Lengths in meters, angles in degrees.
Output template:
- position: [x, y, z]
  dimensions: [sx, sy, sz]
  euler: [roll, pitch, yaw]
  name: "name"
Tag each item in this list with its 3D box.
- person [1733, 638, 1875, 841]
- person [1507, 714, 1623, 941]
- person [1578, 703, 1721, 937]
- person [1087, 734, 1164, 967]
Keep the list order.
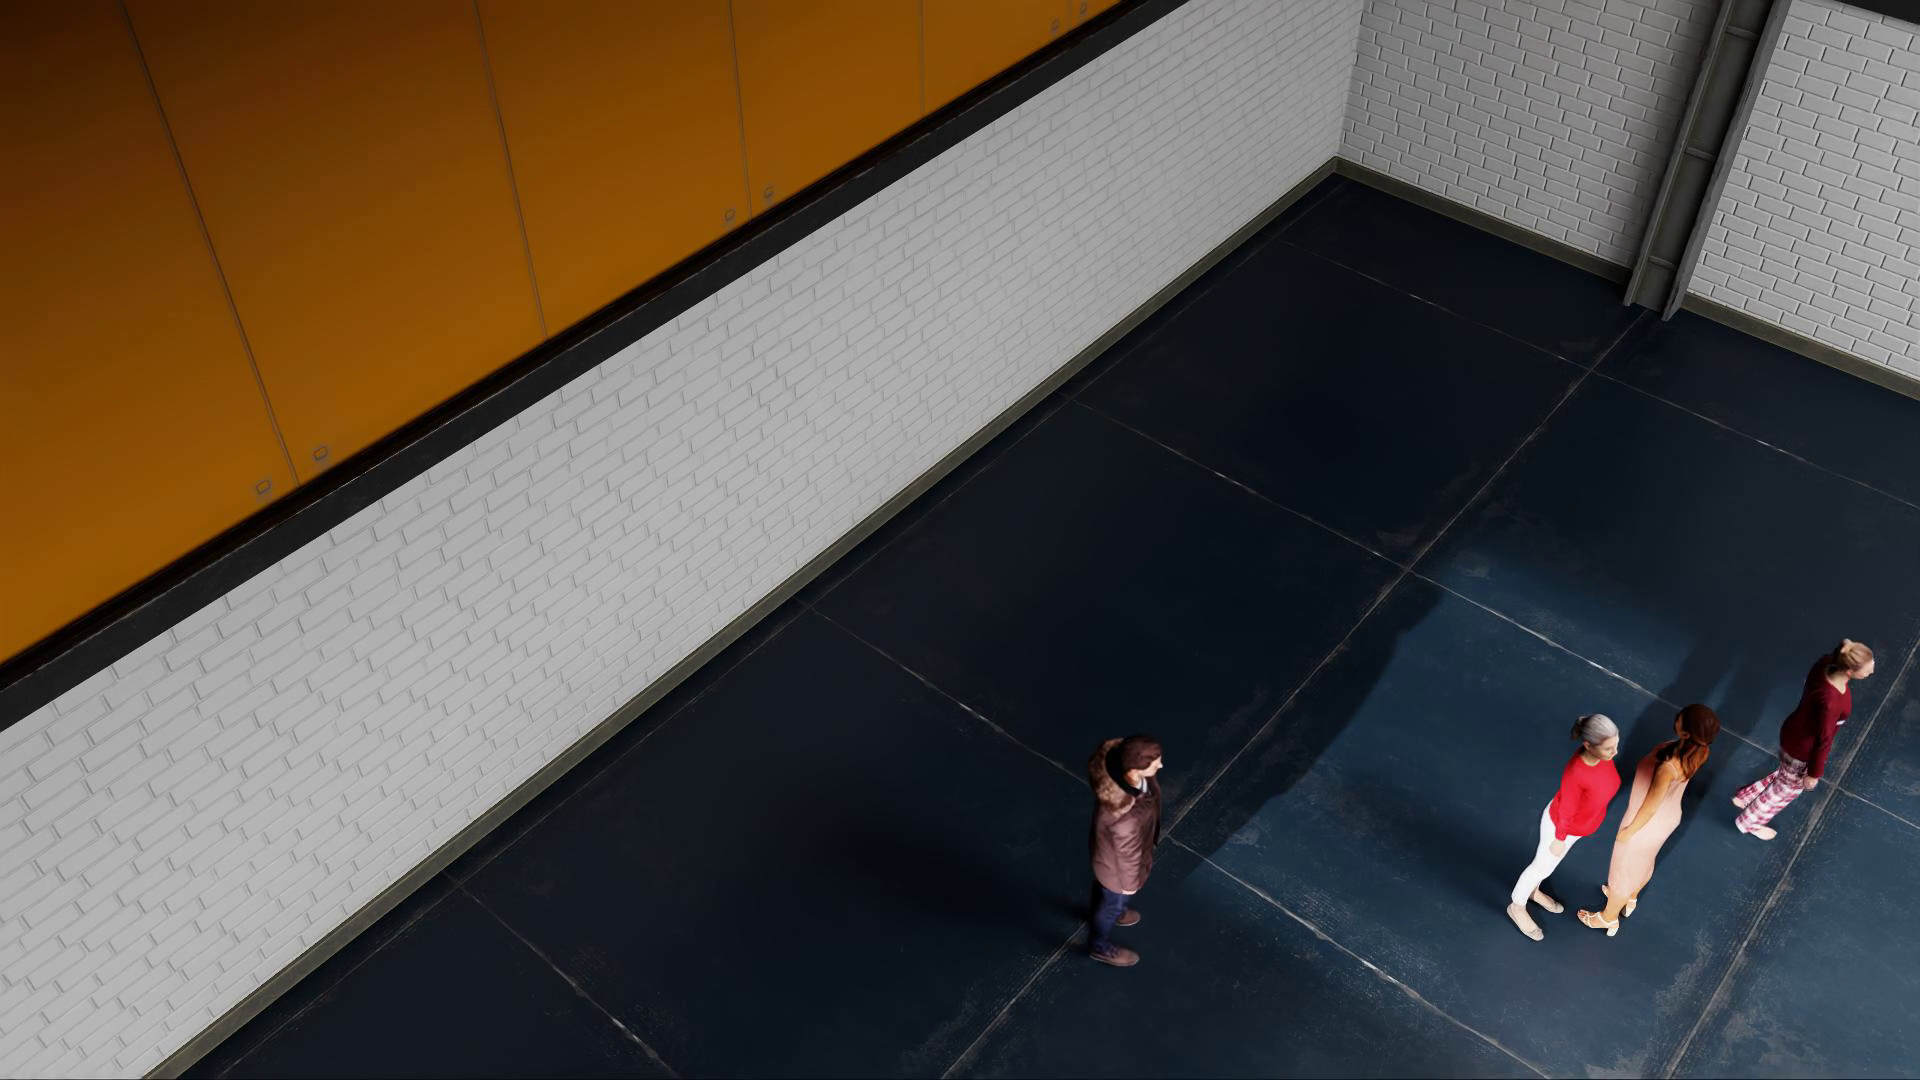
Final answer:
- position: [4.794, 1.137, 9.598]
  dimensions: [0.753, 1.689, 0.744]
  euler: [13, 45, 14]
  name: "person"
- position: [3.340, 1.553, 9.159]
  dimensions: [0.541, 1.694, 0.553]
  euler: [32, 52, 29]
  name: "person"
- position: [3.778, 1.529, 9.084]
  dimensions: [0.622, 1.832, 0.550]
  euler: [-31, 52, -28]
  name: "person"
- position: [0.854, 1.643, 8.957]
  dimensions: [0.888, 1.841, 0.859]
  euler: [2, 44, 2]
  name: "person"
